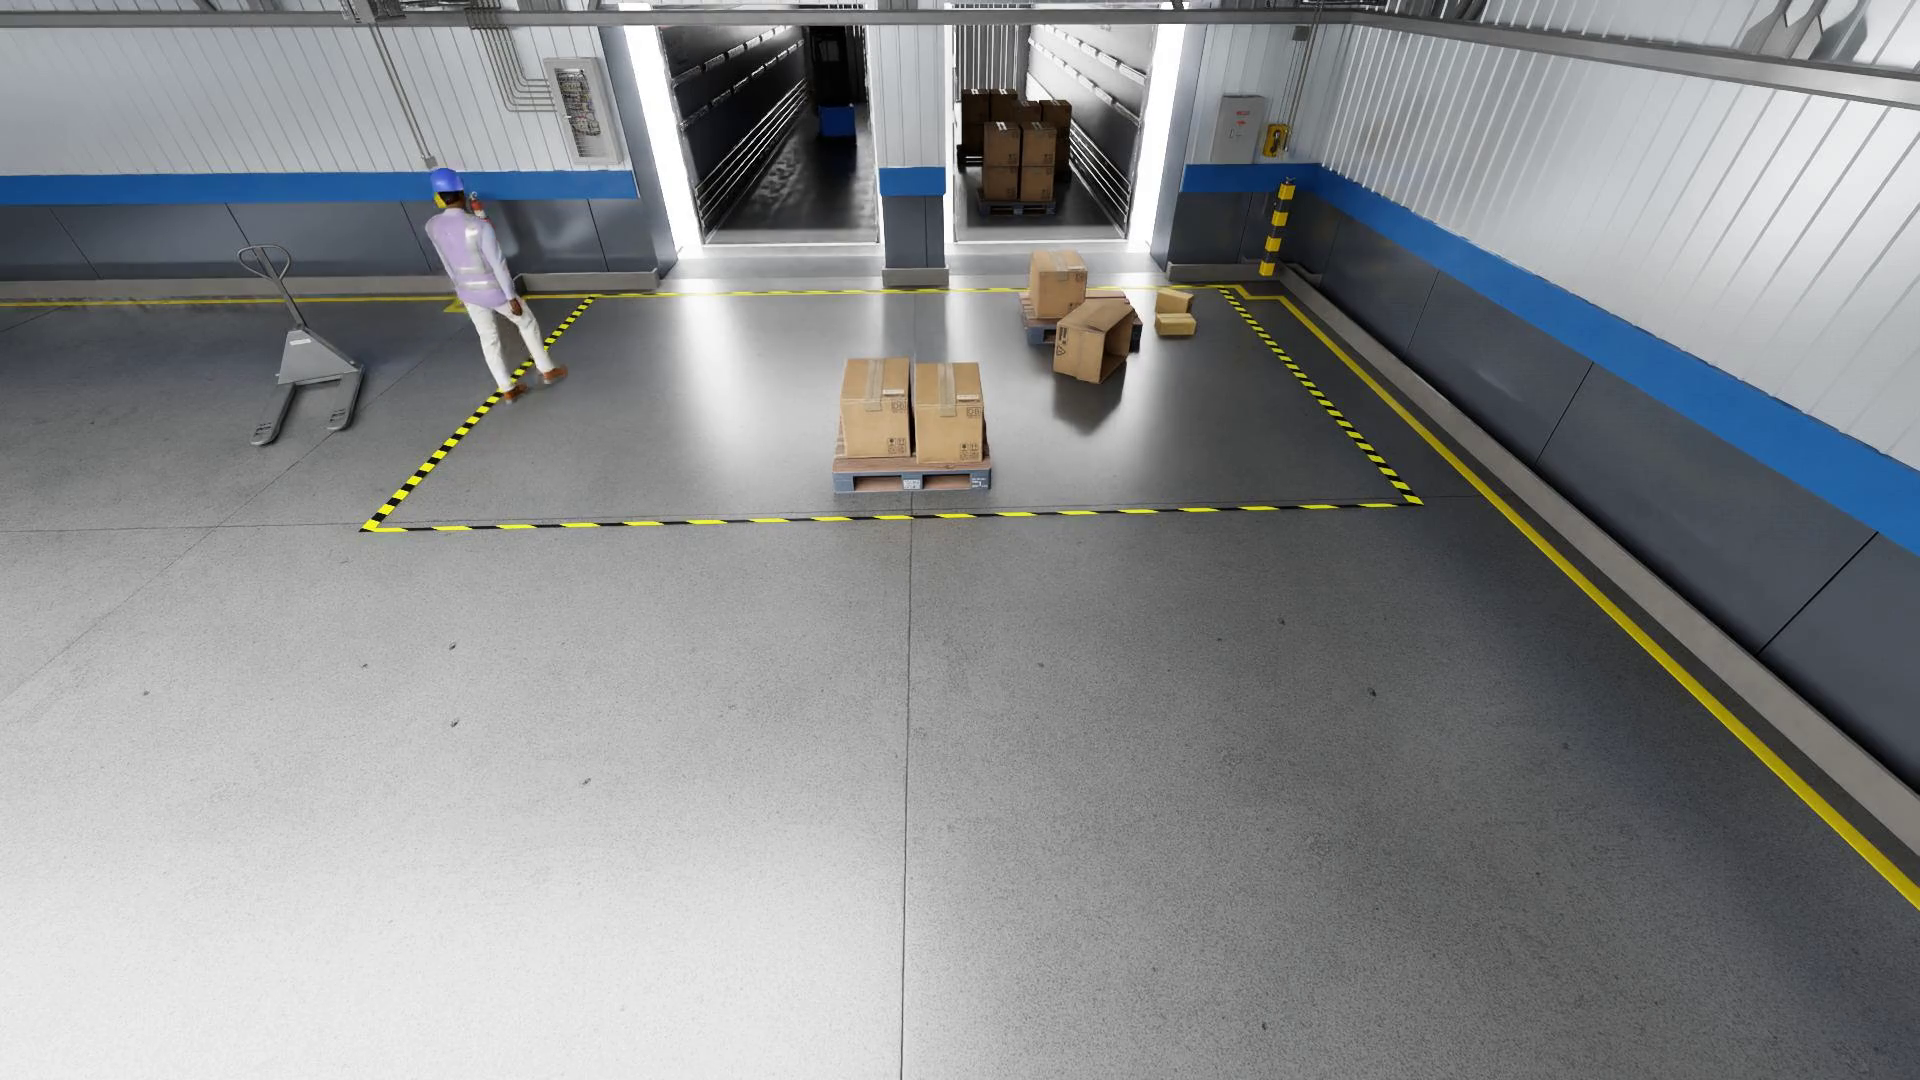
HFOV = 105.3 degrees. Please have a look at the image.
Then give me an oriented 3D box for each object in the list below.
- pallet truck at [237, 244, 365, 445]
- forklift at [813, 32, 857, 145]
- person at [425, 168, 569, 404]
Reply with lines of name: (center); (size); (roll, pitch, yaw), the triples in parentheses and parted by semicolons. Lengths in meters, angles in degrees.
pallet truck: (-5.915, -1.733, 6.366); (0.680, 1.201, 1.601); (-18, 42, -21)
forklift: (-2.676, -9.557, 15.580); (0.716, 2.013, 0.776); (-7, 39, -9)
person: (-4.062, -2.192, 6.394); (0.632, 1.917, 0.675); (5, 39, 6)
